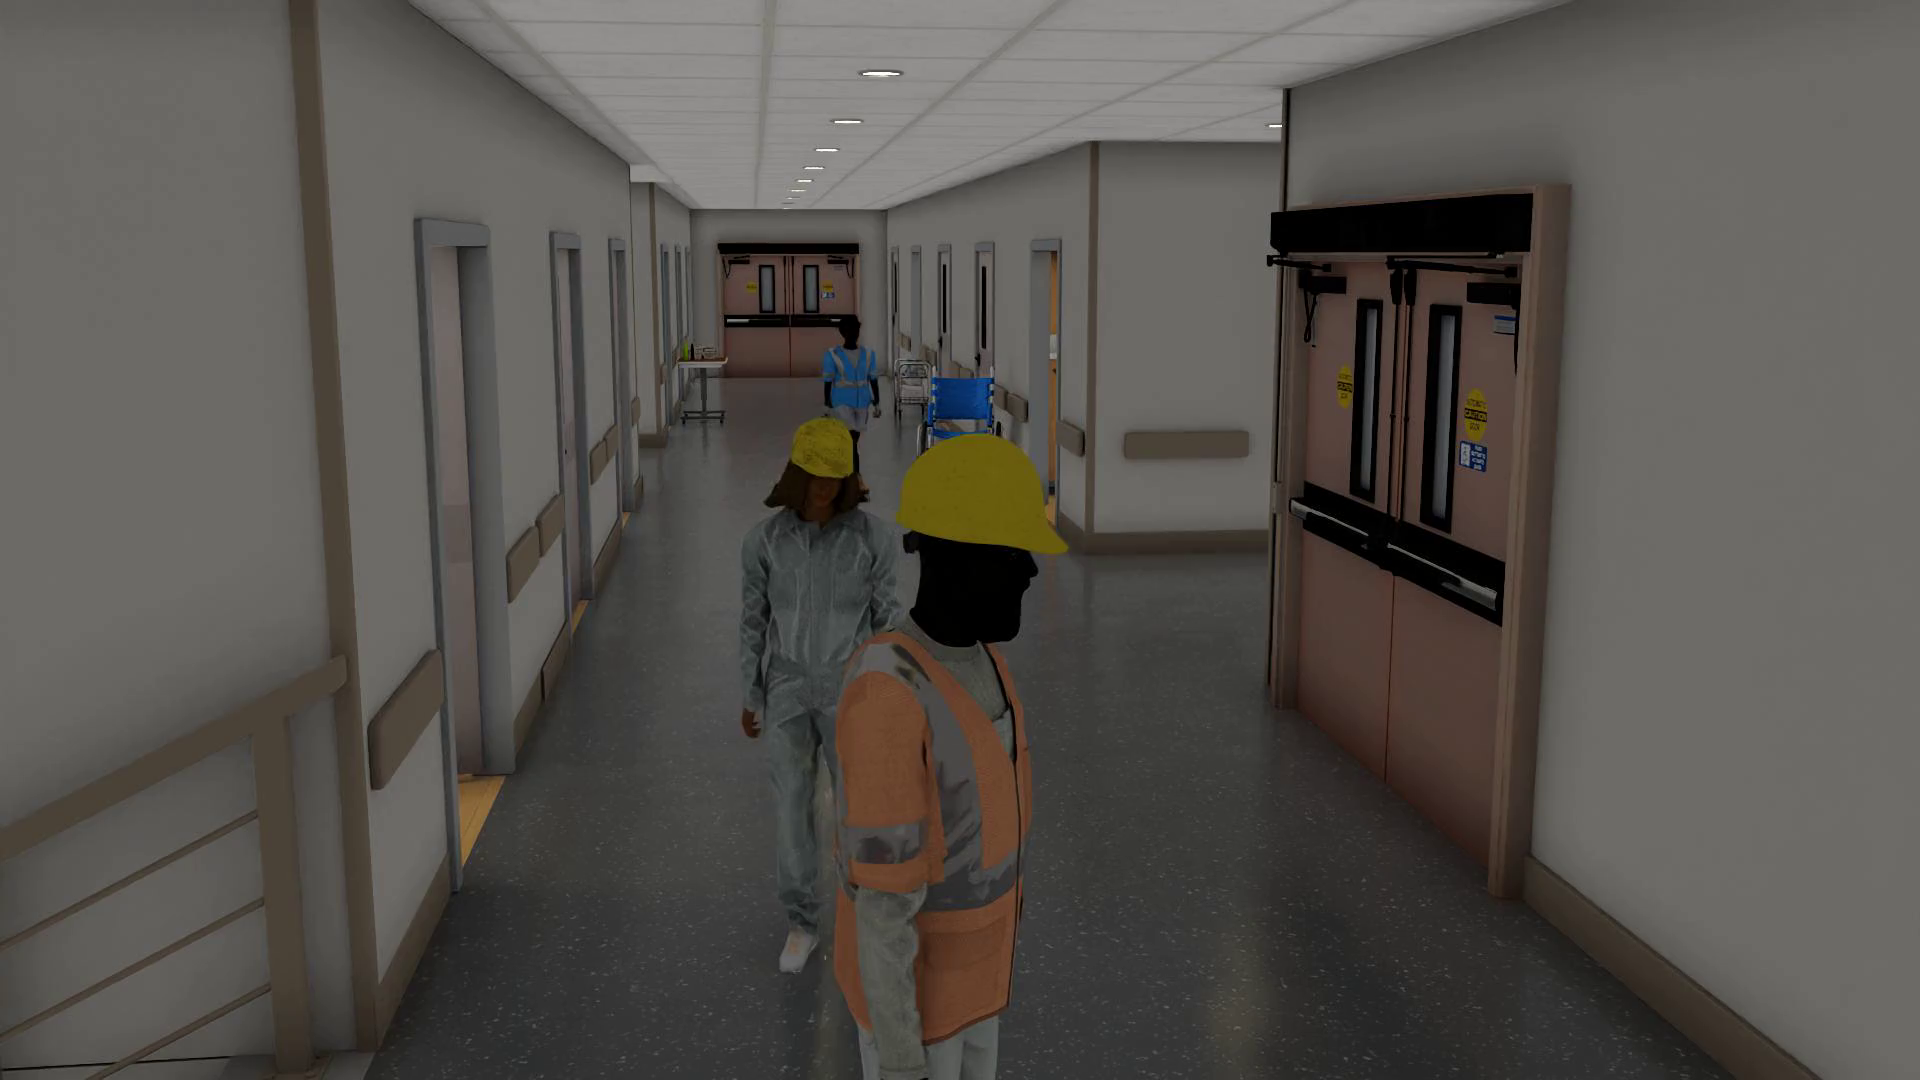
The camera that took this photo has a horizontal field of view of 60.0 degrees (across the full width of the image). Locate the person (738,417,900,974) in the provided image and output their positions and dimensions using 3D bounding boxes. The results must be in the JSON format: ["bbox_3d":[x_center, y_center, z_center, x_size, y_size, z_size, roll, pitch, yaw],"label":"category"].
[{"bbox_3d":[-0.439,0.464,5.220,0.502,1.726,0.453,1,10,4],"label":"person"}]

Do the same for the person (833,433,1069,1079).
[{"bbox_3d":[-0.014,0.767,2.932,0.393,1.918,0.585,3,10,18],"label":"person"}]

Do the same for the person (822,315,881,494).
[{"bbox_3d":[-1.023,-1.289,15.681,0.540,1.652,0.857,-5,11,-28],"label":"person"}]
